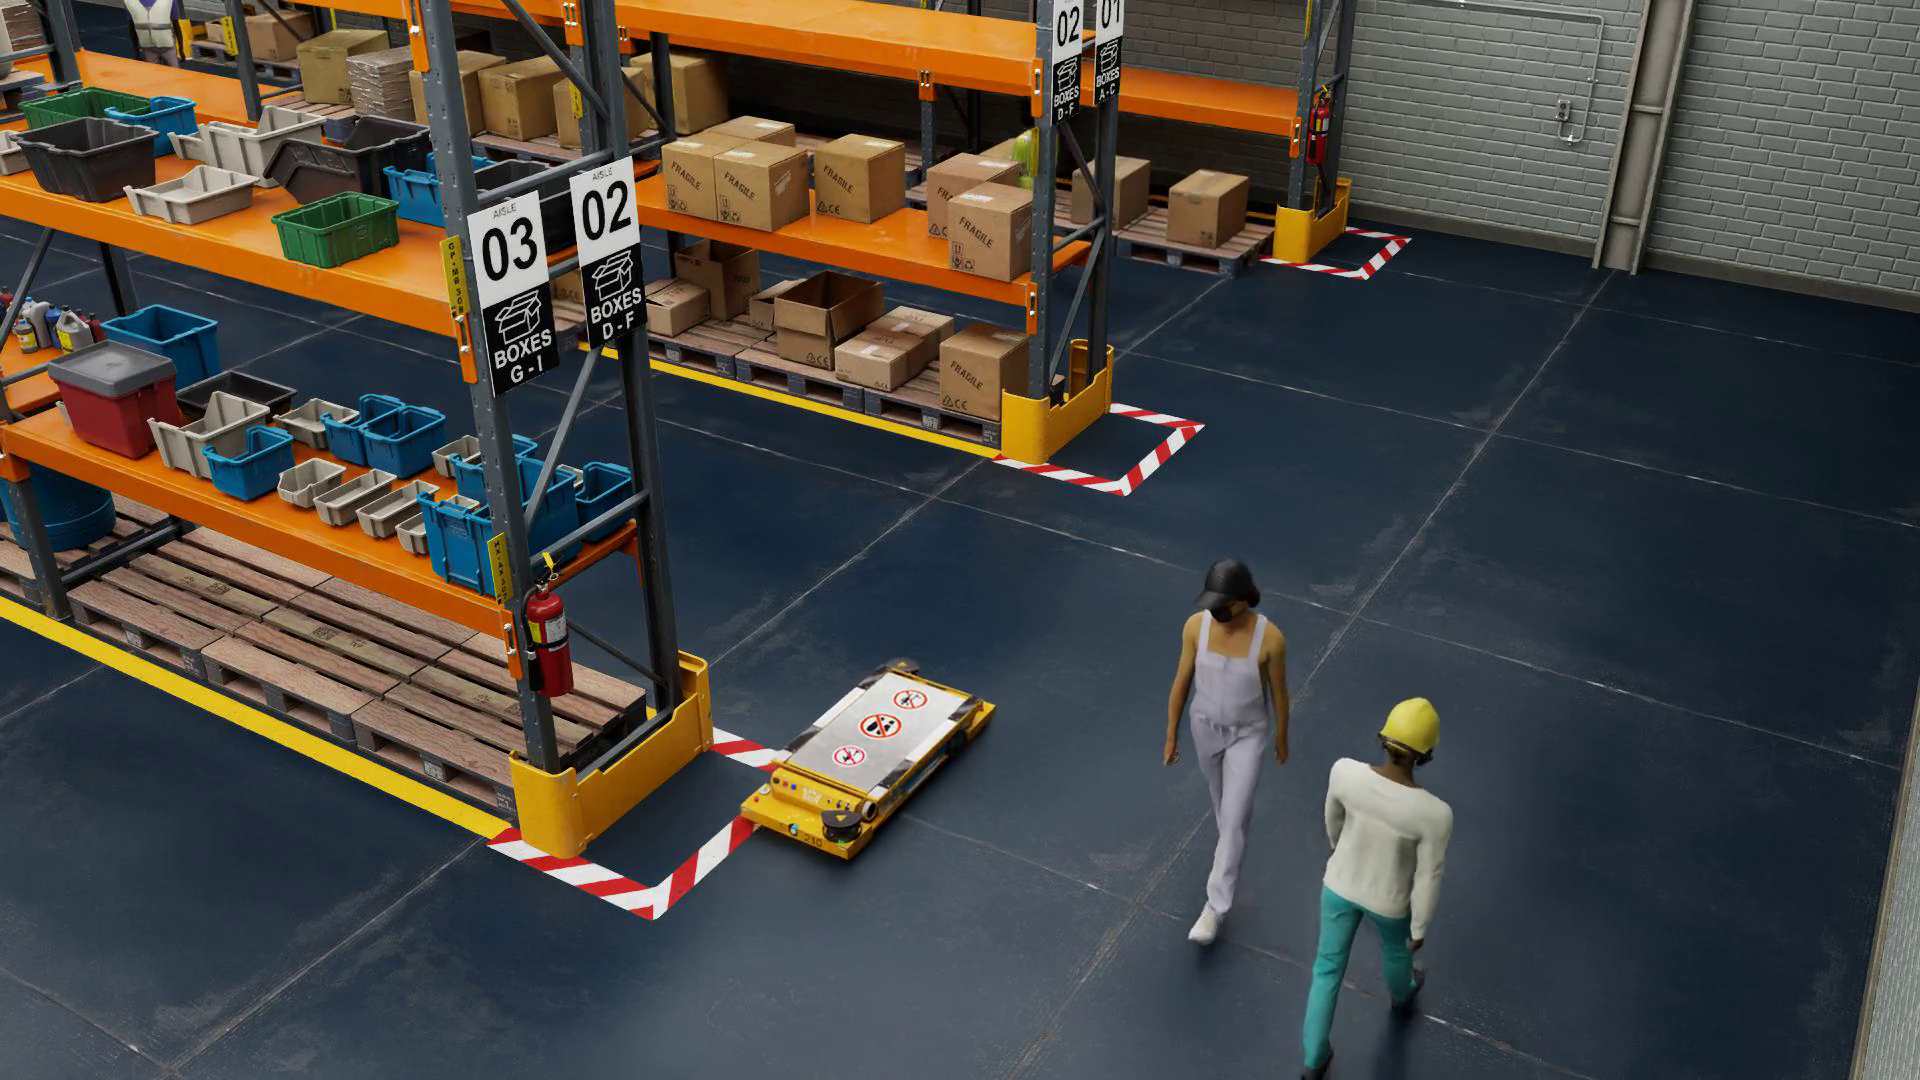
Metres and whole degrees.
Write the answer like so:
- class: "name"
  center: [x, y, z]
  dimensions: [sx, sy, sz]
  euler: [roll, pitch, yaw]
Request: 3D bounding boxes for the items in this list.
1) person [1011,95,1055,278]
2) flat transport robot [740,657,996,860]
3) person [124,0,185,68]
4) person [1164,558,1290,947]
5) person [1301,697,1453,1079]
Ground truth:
- class: "person"
  center: [0.671, -3.077, 14.695]
  dimensions: [0.559, 1.679, 0.533]
  euler: [16, 33, 26]
- class: "flat transport robot"
  center: [-0.449, 1.101, 8.658]
  dimensions: [0.659, 0.231, 1.431]
  euler: [16, 33, 27]
- class: "person"
  center: [-9.236, -5.669, 19.193]
  dimensions: [0.563, 1.839, 0.391]
  euler: [-7, 30, -12]
- class: "person"
  center: [1.171, 0.892, 7.453]
  dimensions: [0.506, 1.805, 0.980]
  euler: [15, 32, 24]
- class: "person"
  center: [1.696, 1.357, 6.705]
  dimensions: [0.536, 1.724, 0.884]
  euler: [17, 33, 28]
